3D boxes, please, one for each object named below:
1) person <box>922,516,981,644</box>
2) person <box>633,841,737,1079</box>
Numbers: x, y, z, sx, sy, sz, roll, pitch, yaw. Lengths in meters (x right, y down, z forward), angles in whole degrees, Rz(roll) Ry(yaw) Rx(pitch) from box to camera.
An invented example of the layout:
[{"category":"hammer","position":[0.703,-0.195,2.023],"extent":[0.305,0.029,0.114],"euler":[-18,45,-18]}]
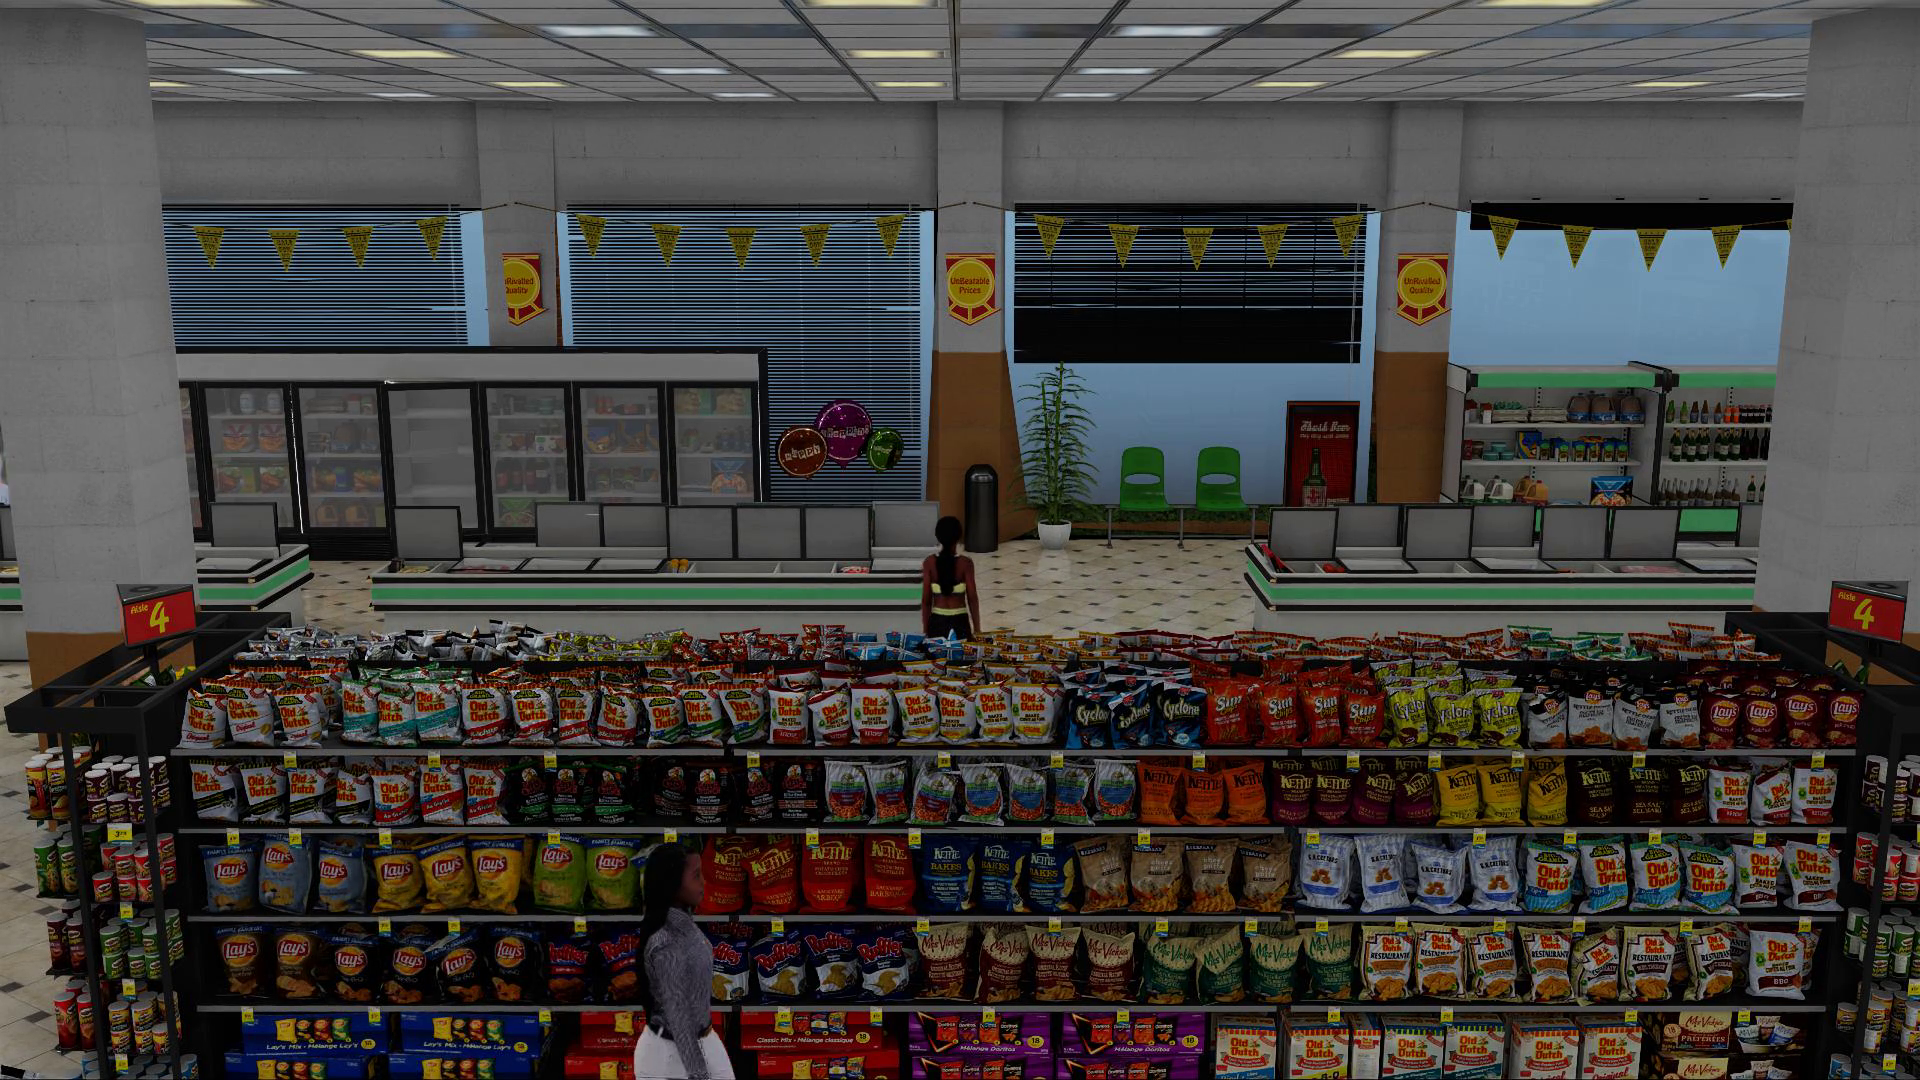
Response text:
[{"category":"person","position":[-0.084,0.717,11.975],"extent":[1.011,1.731,0.739],"euler":[2,12,8]},{"category":"person","position":[-1.143,1.968,6.165],"extent":[1.217,1.677,0.667],"euler":[1,12,4]}]
